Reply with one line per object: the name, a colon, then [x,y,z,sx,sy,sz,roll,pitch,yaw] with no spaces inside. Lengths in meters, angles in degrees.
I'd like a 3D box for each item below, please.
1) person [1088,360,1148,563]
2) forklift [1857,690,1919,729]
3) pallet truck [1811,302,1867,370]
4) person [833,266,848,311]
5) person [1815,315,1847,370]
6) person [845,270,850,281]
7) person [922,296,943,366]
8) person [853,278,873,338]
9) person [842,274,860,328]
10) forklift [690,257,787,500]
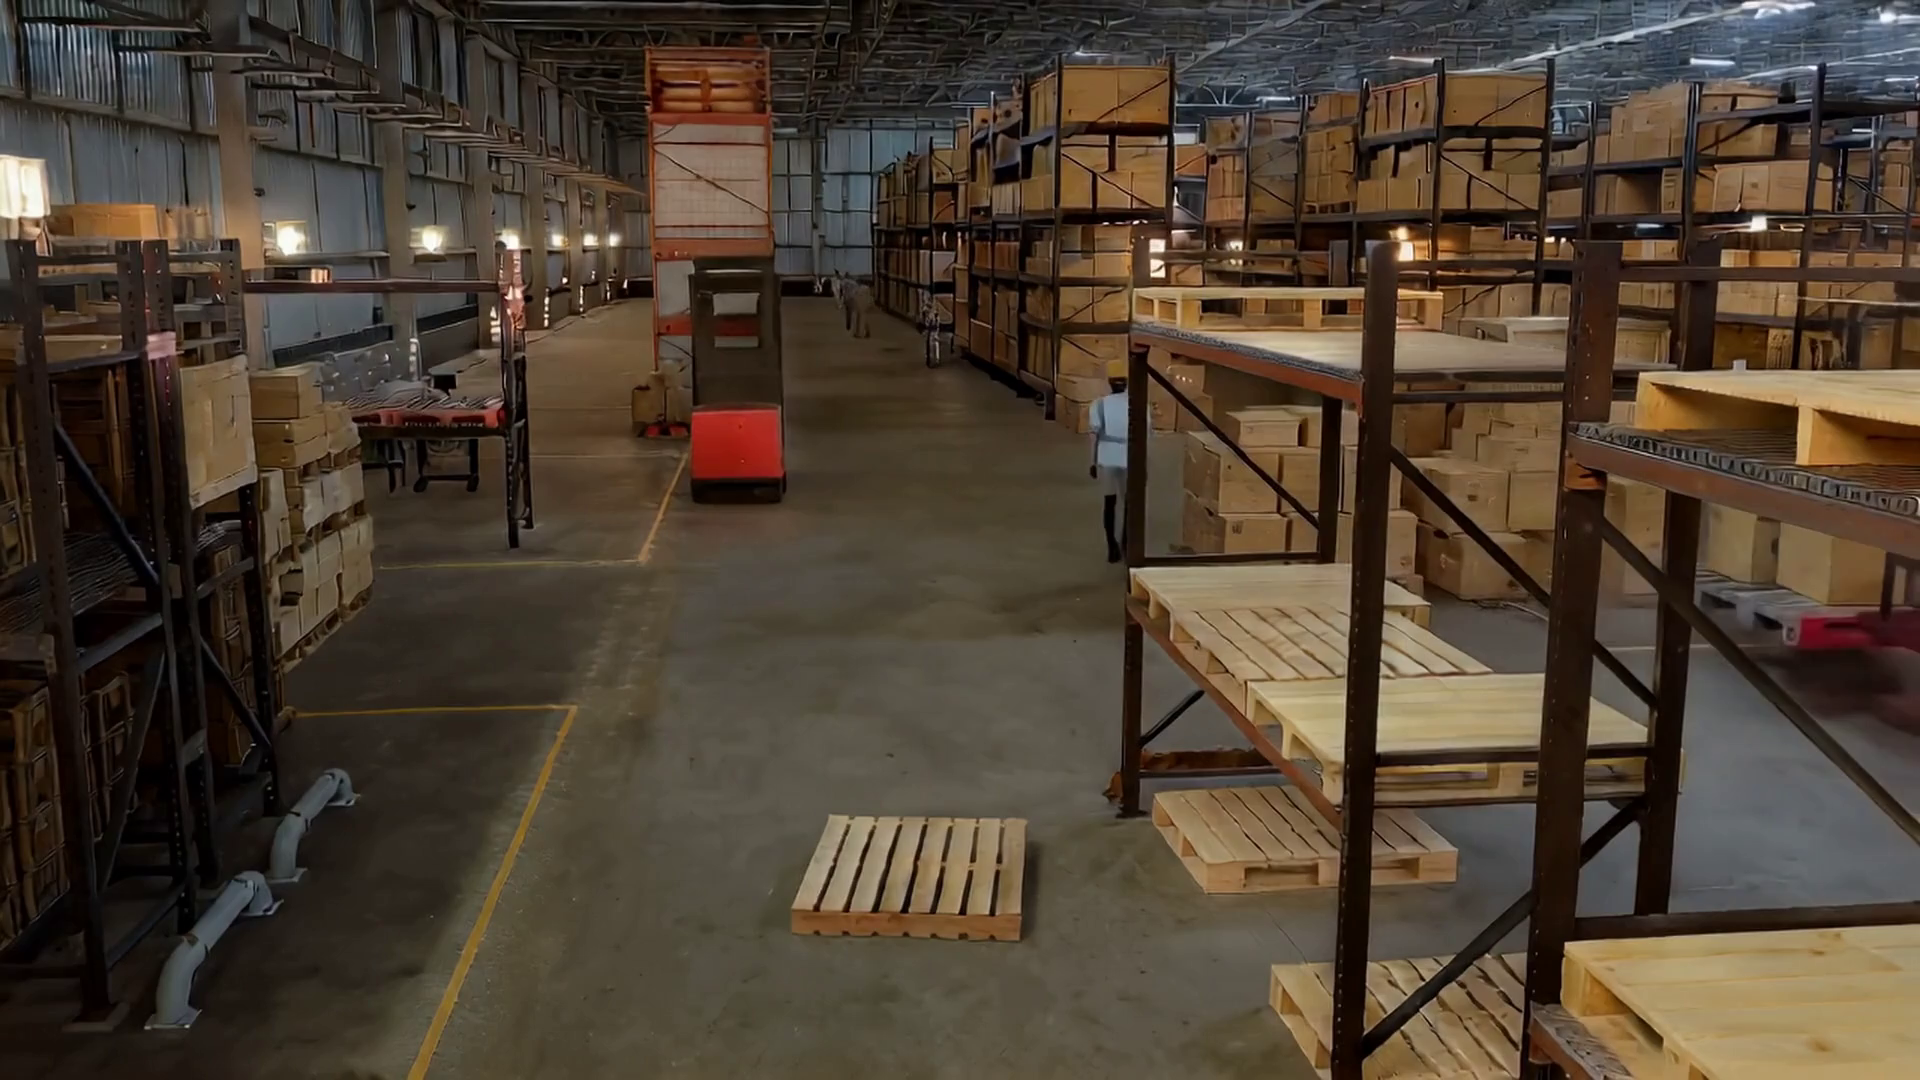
person: [1.519,-0.773,15.930,0.574,1.896,0.931,2,10,9]
forklift: [6.429,-0.120,9.599,1.129,2.768,1.873,-1,10,-6]
pallet truck: [15.846,-3.142,28.793,1.885,1.965,0.823,2,10,12]
person: [-5.071,-10.728,71.044,0.642,1.920,0.647,-1,10,-8]
person: [13.109,-2.427,25.081,0.397,1.911,0.587,10,14,43]
person: [-5.204,-11.672,77.038,0.514,1.645,0.309,-9,14,-42]
person: [-0.676,-5.070,40.309,0.533,1.697,0.319,2,10,11]
person: [-3.042,-7.255,52.023,0.651,1.852,1.014,-5,11,-24]
person: [-3.713,-8.188,57.092,0.651,1.875,0.871,-2,10,-8]
forklift: [-2.656,-1.965,19.823,1.129,2.768,1.873,-1,10,-6]
